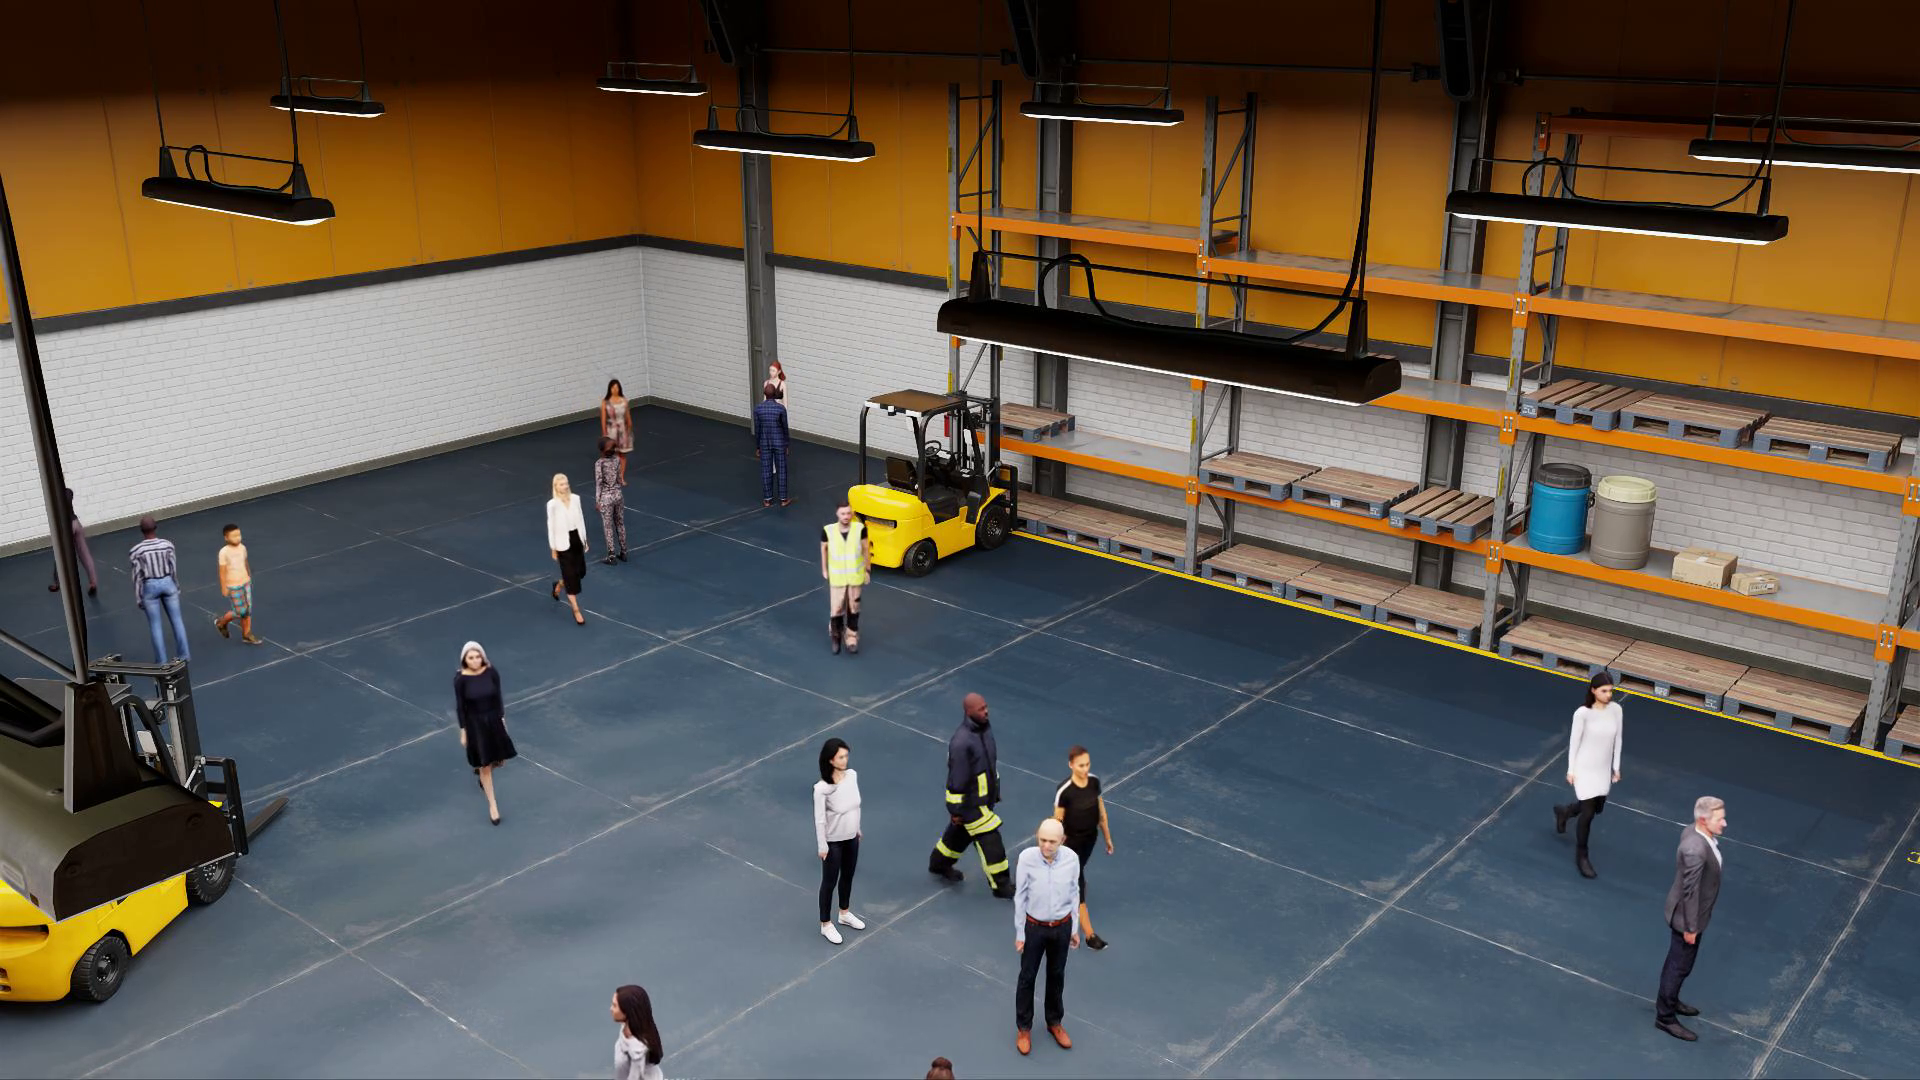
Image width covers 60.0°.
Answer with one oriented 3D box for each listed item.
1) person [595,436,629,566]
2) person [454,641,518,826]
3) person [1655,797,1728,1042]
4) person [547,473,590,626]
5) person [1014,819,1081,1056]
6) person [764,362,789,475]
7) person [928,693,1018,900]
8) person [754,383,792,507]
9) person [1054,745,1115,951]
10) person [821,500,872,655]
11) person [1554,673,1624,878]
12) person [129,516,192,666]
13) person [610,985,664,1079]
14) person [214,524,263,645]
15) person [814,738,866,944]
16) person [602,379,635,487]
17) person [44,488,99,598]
[{"bbox_3d":[-4.562,-0.524,21.721,0.538,1.717,0.567,16,24,39],"label":"person"},{"bbox_3d":[-4.336,1.711,15.066,0.777,1.730,0.937,-11,21,-29],"label":"person"},{"bbox_3d":[5.288,2.679,12.024,0.683,1.836,0.781,9,20,24],"label":"person"},{"bbox_3d":[-4.676,0.089,19.706,0.962,1.842,0.651,17,25,41],"label":"person"},{"bbox_3d":[0.613,2.771,11.824,0.734,1.790,0.774,-4,19,-10],"label":"person"},{"bbox_3d":[-2.832,-1.859,25.581,0.617,1.783,0.702,7,20,21],"label":"person"},{"bbox_3d":[0.030,2.098,13.834,1.271,1.783,0.963,8,20,23],"label":"person"},{"bbox_3d":[-2.712,-1.387,24.125,0.751,1.819,0.823,0,19,-1],"label":"person"},{"bbox_3d":[0.881,2.374,13.252,0.740,1.630,1.082,-14,23,-35],"label":"person"},{"bbox_3d":[-1.289,0.394,18.818,0.857,1.830,0.907,-4,19,-10],"label":"person"},{"bbox_3d":[5.390,1.947,14.276,0.964,1.786,1.094,-4,19,-12],"label":"person"},{"bbox_3d":[-8.786,0.601,18.264,0.634,1.791,0.568,-17,25,-41],"label":"person"},{"bbox_3d":[-1.846,3.440,10.167,1.056,1.579,1.068,-4,19,-13],"label":"person"},{"bbox_3d":[-8.335,0.513,19.058,0.802,1.452,0.679,6,20,17],"label":"person"},{"bbox_3d":[-0.963,2.352,13.207,0.548,1.701,0.620,14,23,35],"label":"person"},{"bbox_3d":[-5.201,-1.645,25.177,0.775,1.636,0.826,-9,21,-25],"label":"person"},{"bbox_3d":[-10.872,-0.040,20.425,1.012,1.626,0.824,7,20,21],"label":"person"}]
